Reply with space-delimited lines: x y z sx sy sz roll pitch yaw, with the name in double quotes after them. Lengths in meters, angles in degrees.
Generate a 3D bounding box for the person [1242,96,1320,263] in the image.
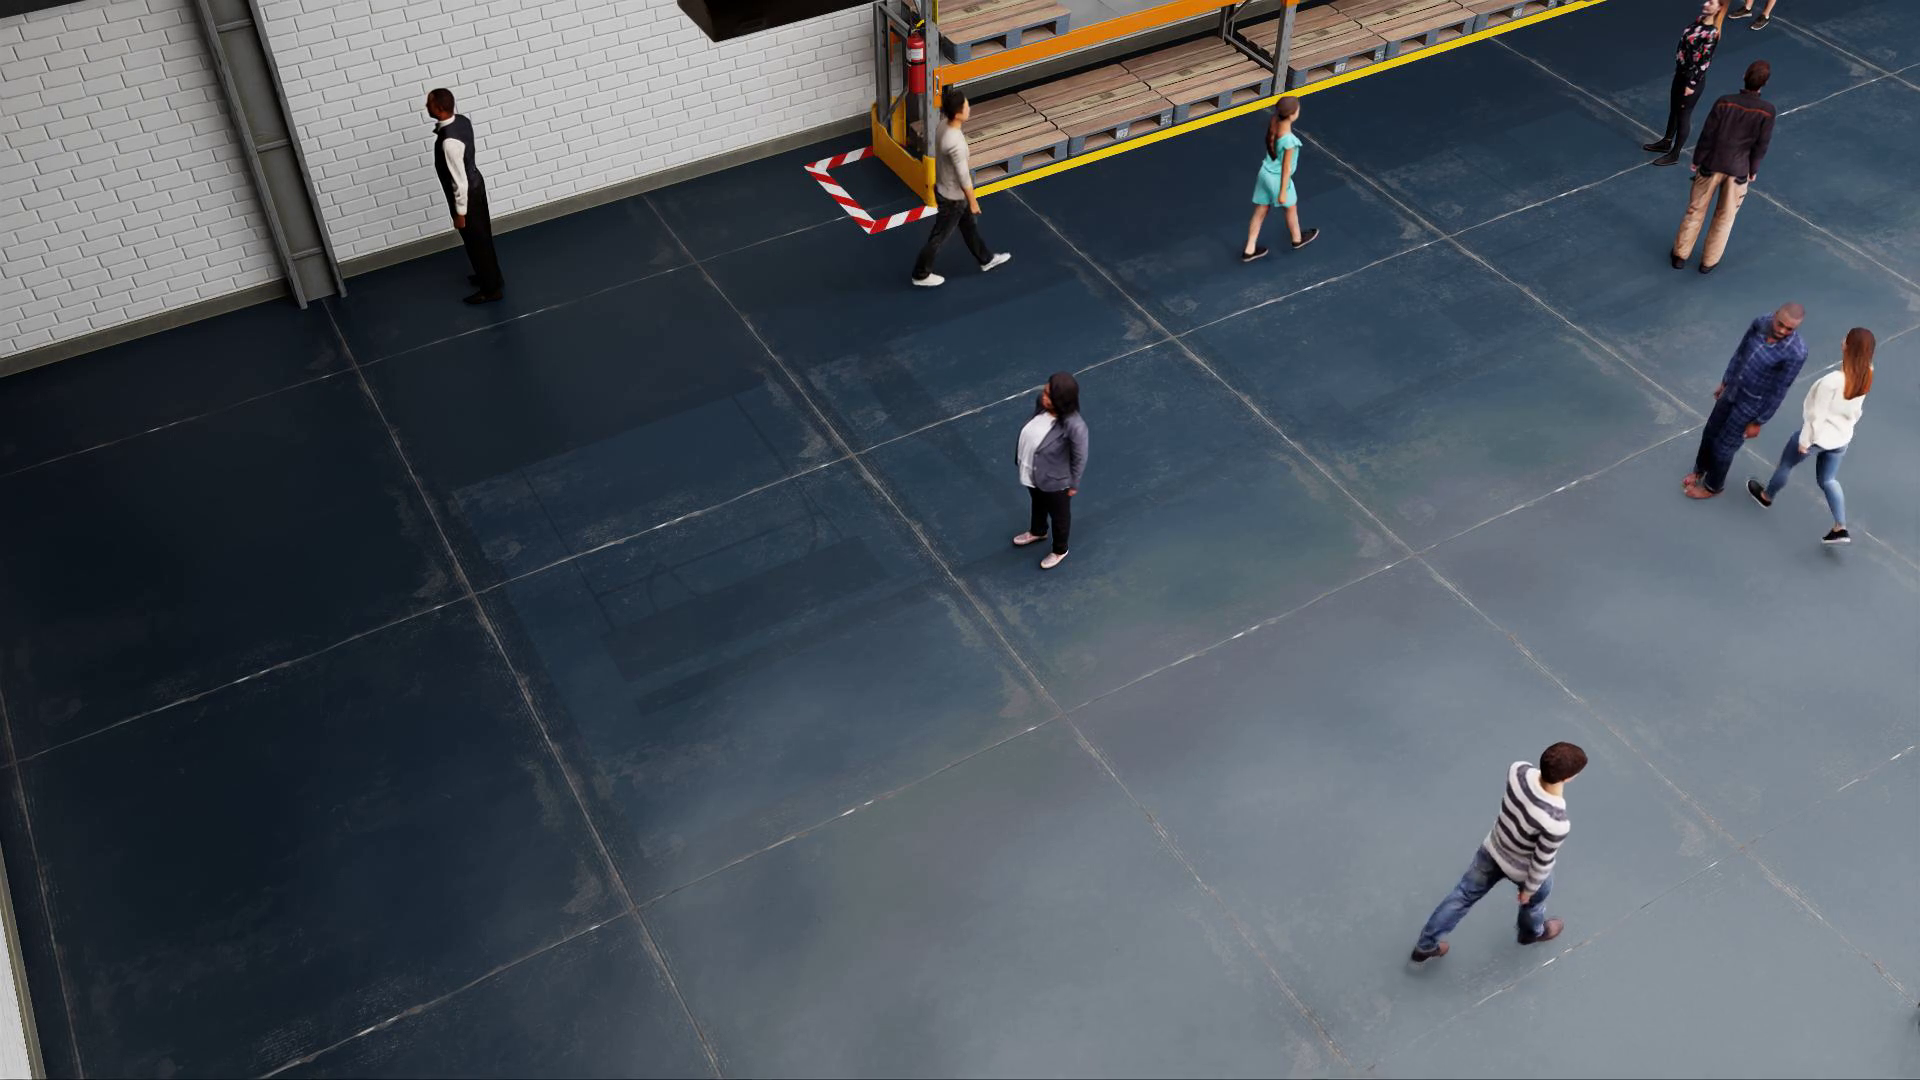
2.626 -3.042 14.150 0.946 1.533 0.563 -20 47 -20 "person"

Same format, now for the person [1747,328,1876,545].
6.088 -0.679 11.576 1.073 1.663 0.796 -15 46 -15 "person"

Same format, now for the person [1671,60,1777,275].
6.411 -3.118 13.946 0.794 1.925 0.815 17 46 17 "person"

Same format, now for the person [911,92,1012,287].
-0.157 -2.851 13.783 1.216 1.762 0.921 -8 44 -8 "person"

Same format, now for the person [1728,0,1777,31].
8.548 -6.218 17.347 0.507 1.723 0.566 -20 47 -20 "person"

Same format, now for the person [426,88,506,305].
-4.049 -2.831 13.649 0.743 1.919 0.772 -4 44 -4 "person"

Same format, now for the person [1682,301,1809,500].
5.645 -0.980 11.797 0.706 1.792 0.771 -3 44 -3 "person"

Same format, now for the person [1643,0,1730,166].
6.740 -4.273 15.335 0.657 1.680 0.646 0 44 0 "person"

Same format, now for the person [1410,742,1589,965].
2.899 1.726 8.945 1.207 1.809 0.741 -16 46 -16 "person"

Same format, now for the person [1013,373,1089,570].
0.633 -0.498 11.433 0.649 1.597 0.668 -25 49 -24 "person"
